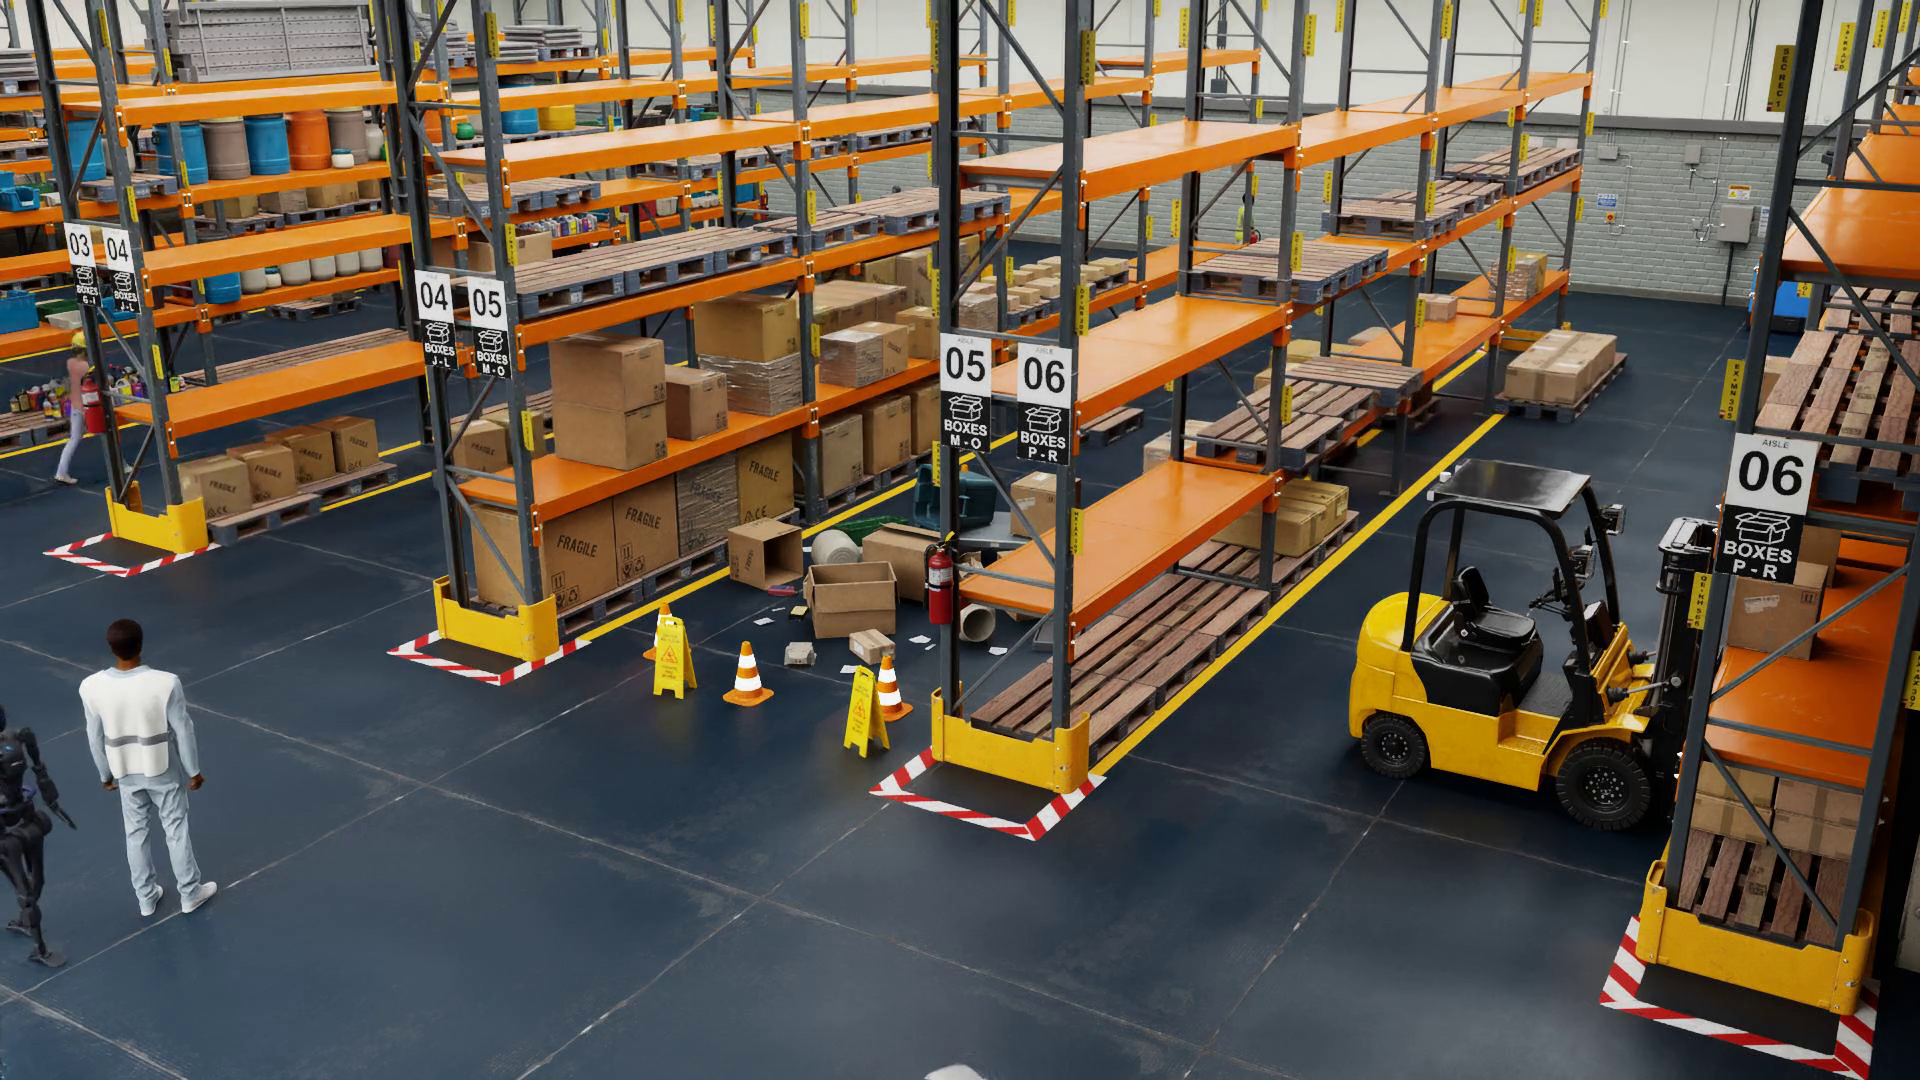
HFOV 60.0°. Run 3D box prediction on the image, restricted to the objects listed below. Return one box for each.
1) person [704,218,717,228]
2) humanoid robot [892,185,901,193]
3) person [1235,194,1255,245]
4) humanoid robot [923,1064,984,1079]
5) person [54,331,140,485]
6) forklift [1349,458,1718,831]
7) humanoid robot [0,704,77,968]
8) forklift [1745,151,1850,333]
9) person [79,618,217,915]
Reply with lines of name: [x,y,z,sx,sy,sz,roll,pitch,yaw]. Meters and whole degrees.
person: [-5.234,-7.064,34.869,0.489,1.688,0.349,-6,20,-17]
humanoid robot: [-1.196,-5.857,31.387,0.599,1.645,0.374,-10,22,-28]
person: [5.201,-5.514,30.386,0.319,1.687,0.538,-1,19,-4]
humanoid robot: [0.099,2.741,6.421,0.878,1.757,0.547,-17,26,-41]
person: [-9.842,-1.487,18.690,0.522,1.718,0.913,10,22,27]
forklift: [3.988,0.658,11.776,2.313,2.155,1.214,11,22,29]
humanoid robot: [-5.491,1.658,9.712,0.614,1.643,0.598,6,20,17]
forklift: [13.620,-4.667,26.137,1.873,2.768,1.129,11,22,29]
person: [-4.925,1.383,10.089,0.595,1.920,0.380,-2,19,-5]
